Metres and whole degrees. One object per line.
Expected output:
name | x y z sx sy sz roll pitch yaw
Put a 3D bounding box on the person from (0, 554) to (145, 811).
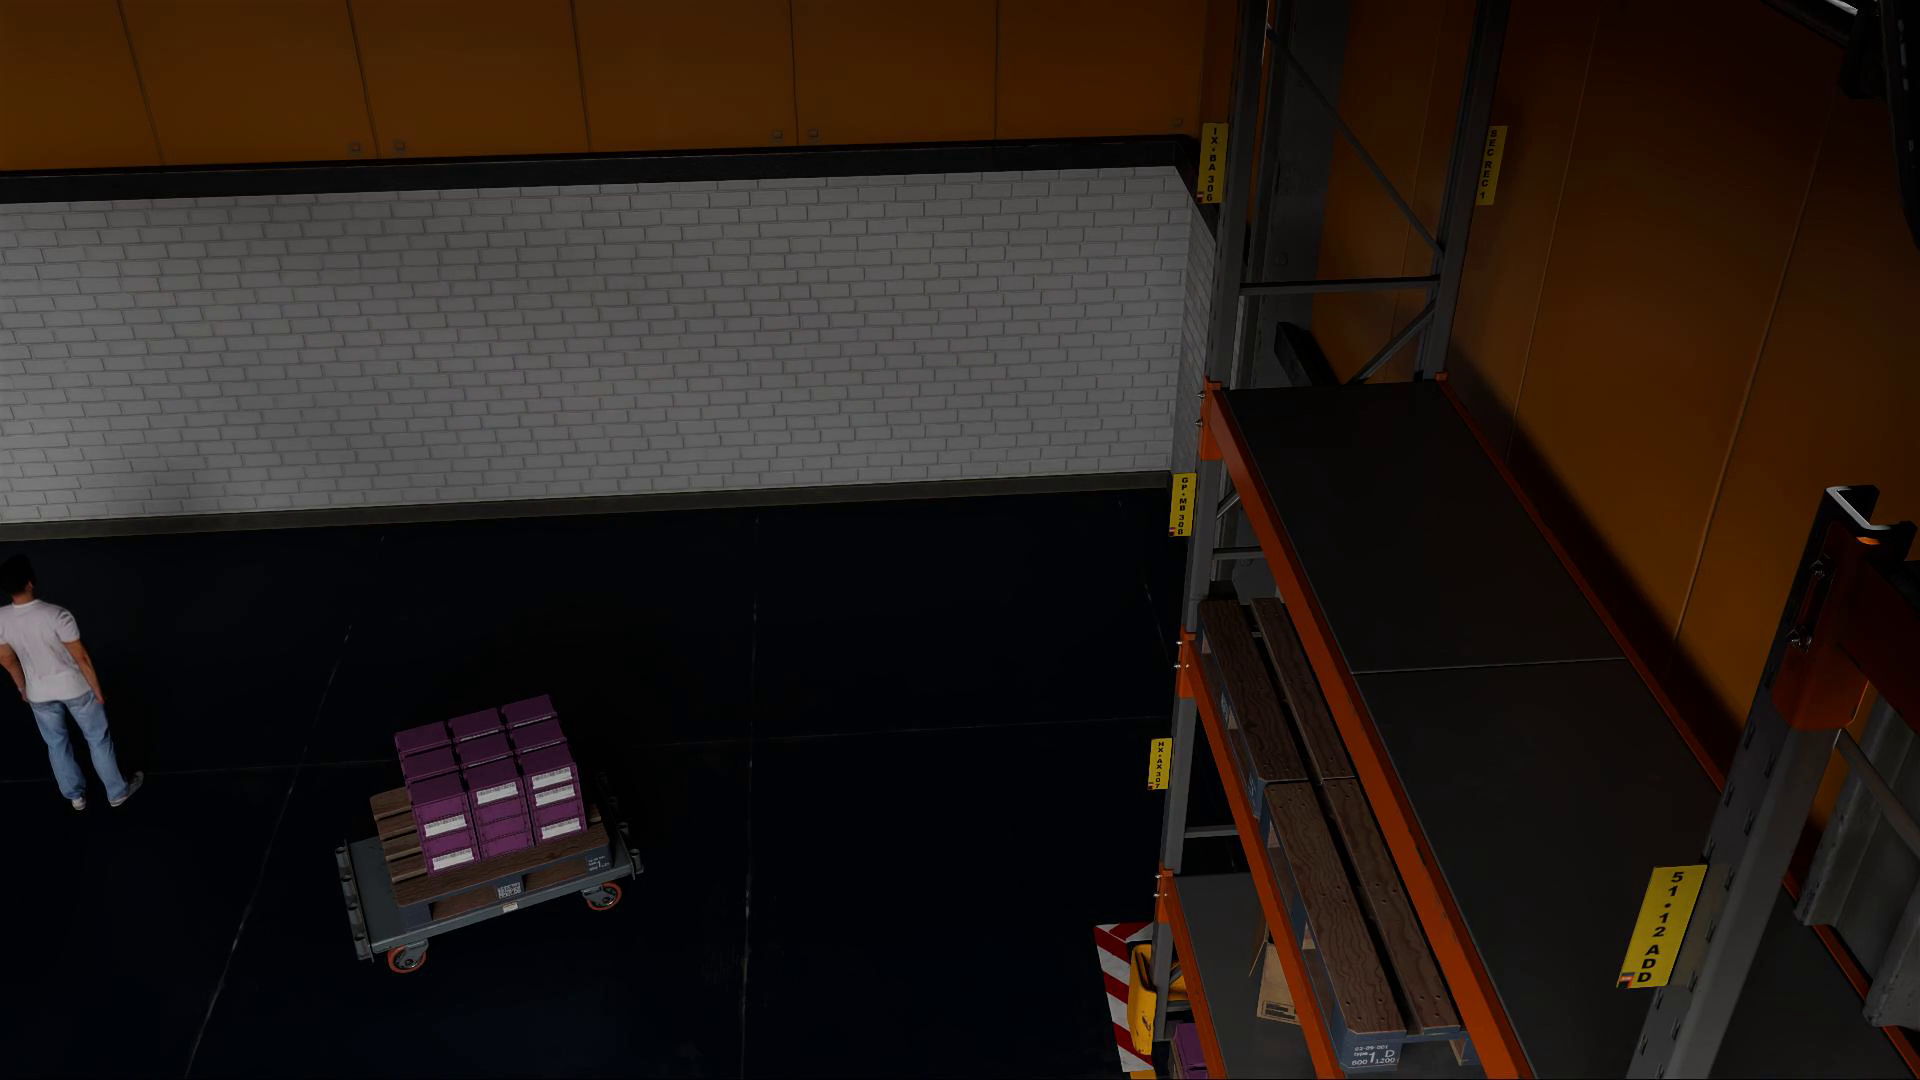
person | -5.599 0.897 10.323 0.666 1.864 0.526 -2 34 -4
